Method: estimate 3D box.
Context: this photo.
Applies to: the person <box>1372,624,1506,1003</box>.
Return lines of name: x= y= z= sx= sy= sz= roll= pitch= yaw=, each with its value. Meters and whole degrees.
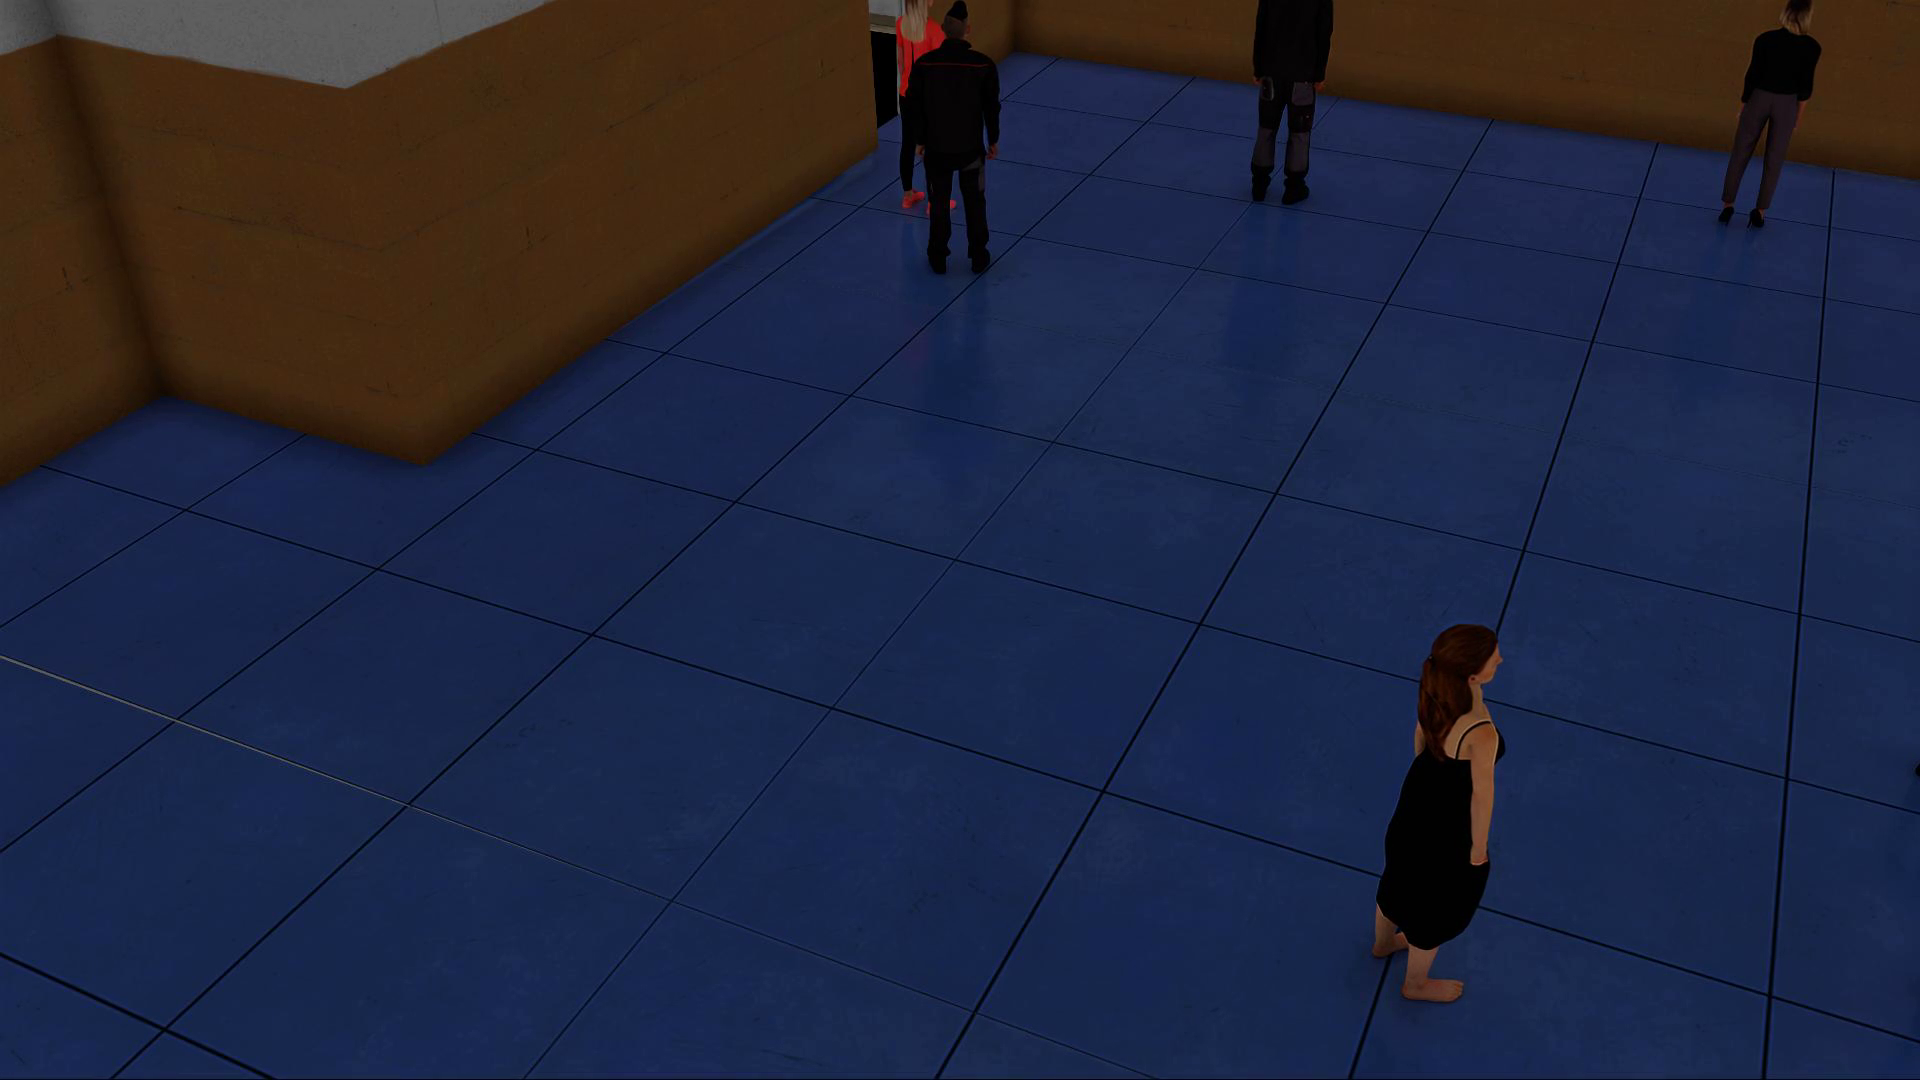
person: x=1.694 y=0.959 z=5.885 sx=0.739 sy=1.625 sz=0.684 roll=-10 pitch=35 yaw=-14

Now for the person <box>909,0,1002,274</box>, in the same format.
person: x=-0.029 y=-2.695 z=11.143 sx=0.721 sy=1.862 sz=0.909 roll=1 pitch=34 yaw=2

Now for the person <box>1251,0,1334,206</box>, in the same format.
person: x=2.415 y=-3.447 z=12.220 sx=0.536 sy=1.944 sz=0.767 roll=12 pitch=36 yaw=18

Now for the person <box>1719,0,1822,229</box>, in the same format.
person: x=5.766 y=-3.016 z=11.863 sx=0.469 sy=1.623 sz=0.665 roll=17 pitch=37 yaw=23

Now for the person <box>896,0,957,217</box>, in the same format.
person: x=-0.277 y=-3.218 z=12.101 sx=0.541 sy=1.694 sz=0.697 roll=24 pitch=40 yaw=31
